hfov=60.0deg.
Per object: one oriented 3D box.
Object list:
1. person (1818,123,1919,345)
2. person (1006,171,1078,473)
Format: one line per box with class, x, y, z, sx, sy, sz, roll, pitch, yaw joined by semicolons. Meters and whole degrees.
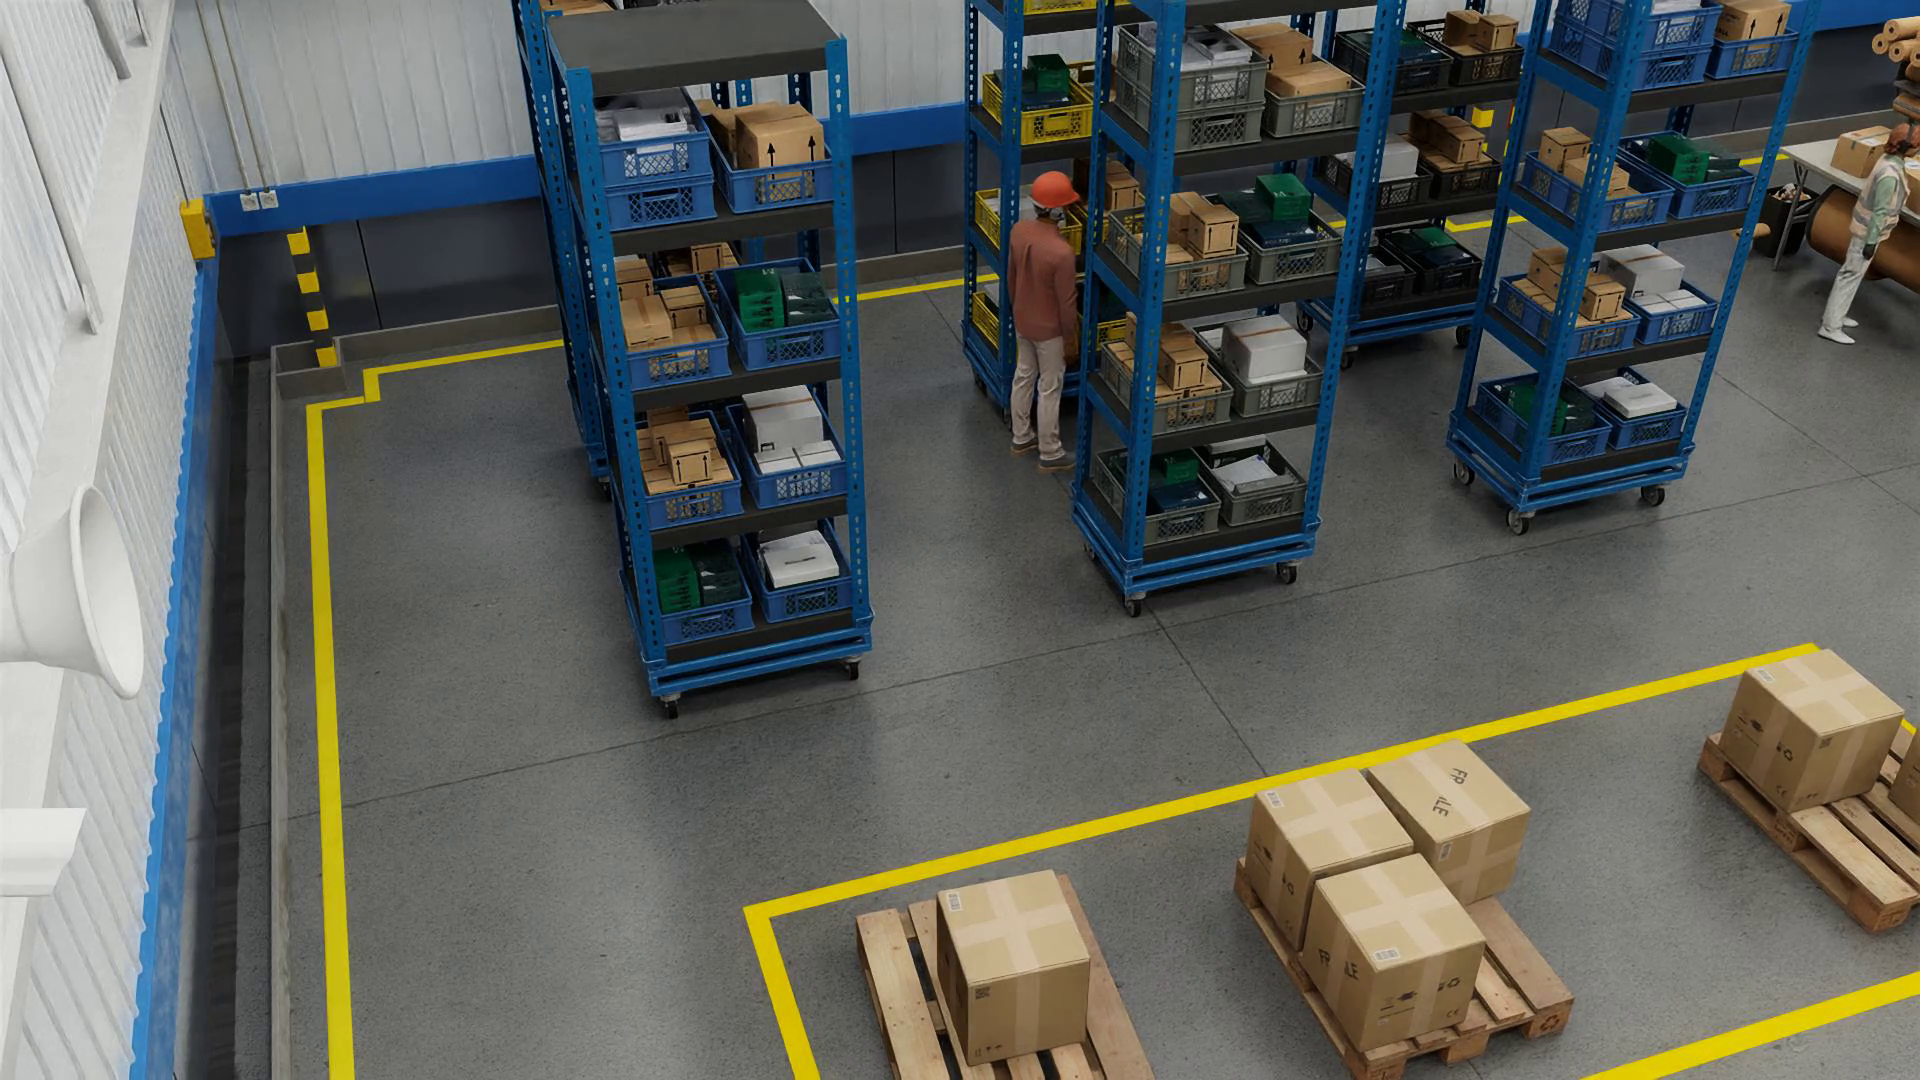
person;6.573;-2.217;12.002;0.311;1.633;0.517;16;38;21
person;0.538;-1.370;10.489;0.384;1.996;0.610;-22;41;-28
